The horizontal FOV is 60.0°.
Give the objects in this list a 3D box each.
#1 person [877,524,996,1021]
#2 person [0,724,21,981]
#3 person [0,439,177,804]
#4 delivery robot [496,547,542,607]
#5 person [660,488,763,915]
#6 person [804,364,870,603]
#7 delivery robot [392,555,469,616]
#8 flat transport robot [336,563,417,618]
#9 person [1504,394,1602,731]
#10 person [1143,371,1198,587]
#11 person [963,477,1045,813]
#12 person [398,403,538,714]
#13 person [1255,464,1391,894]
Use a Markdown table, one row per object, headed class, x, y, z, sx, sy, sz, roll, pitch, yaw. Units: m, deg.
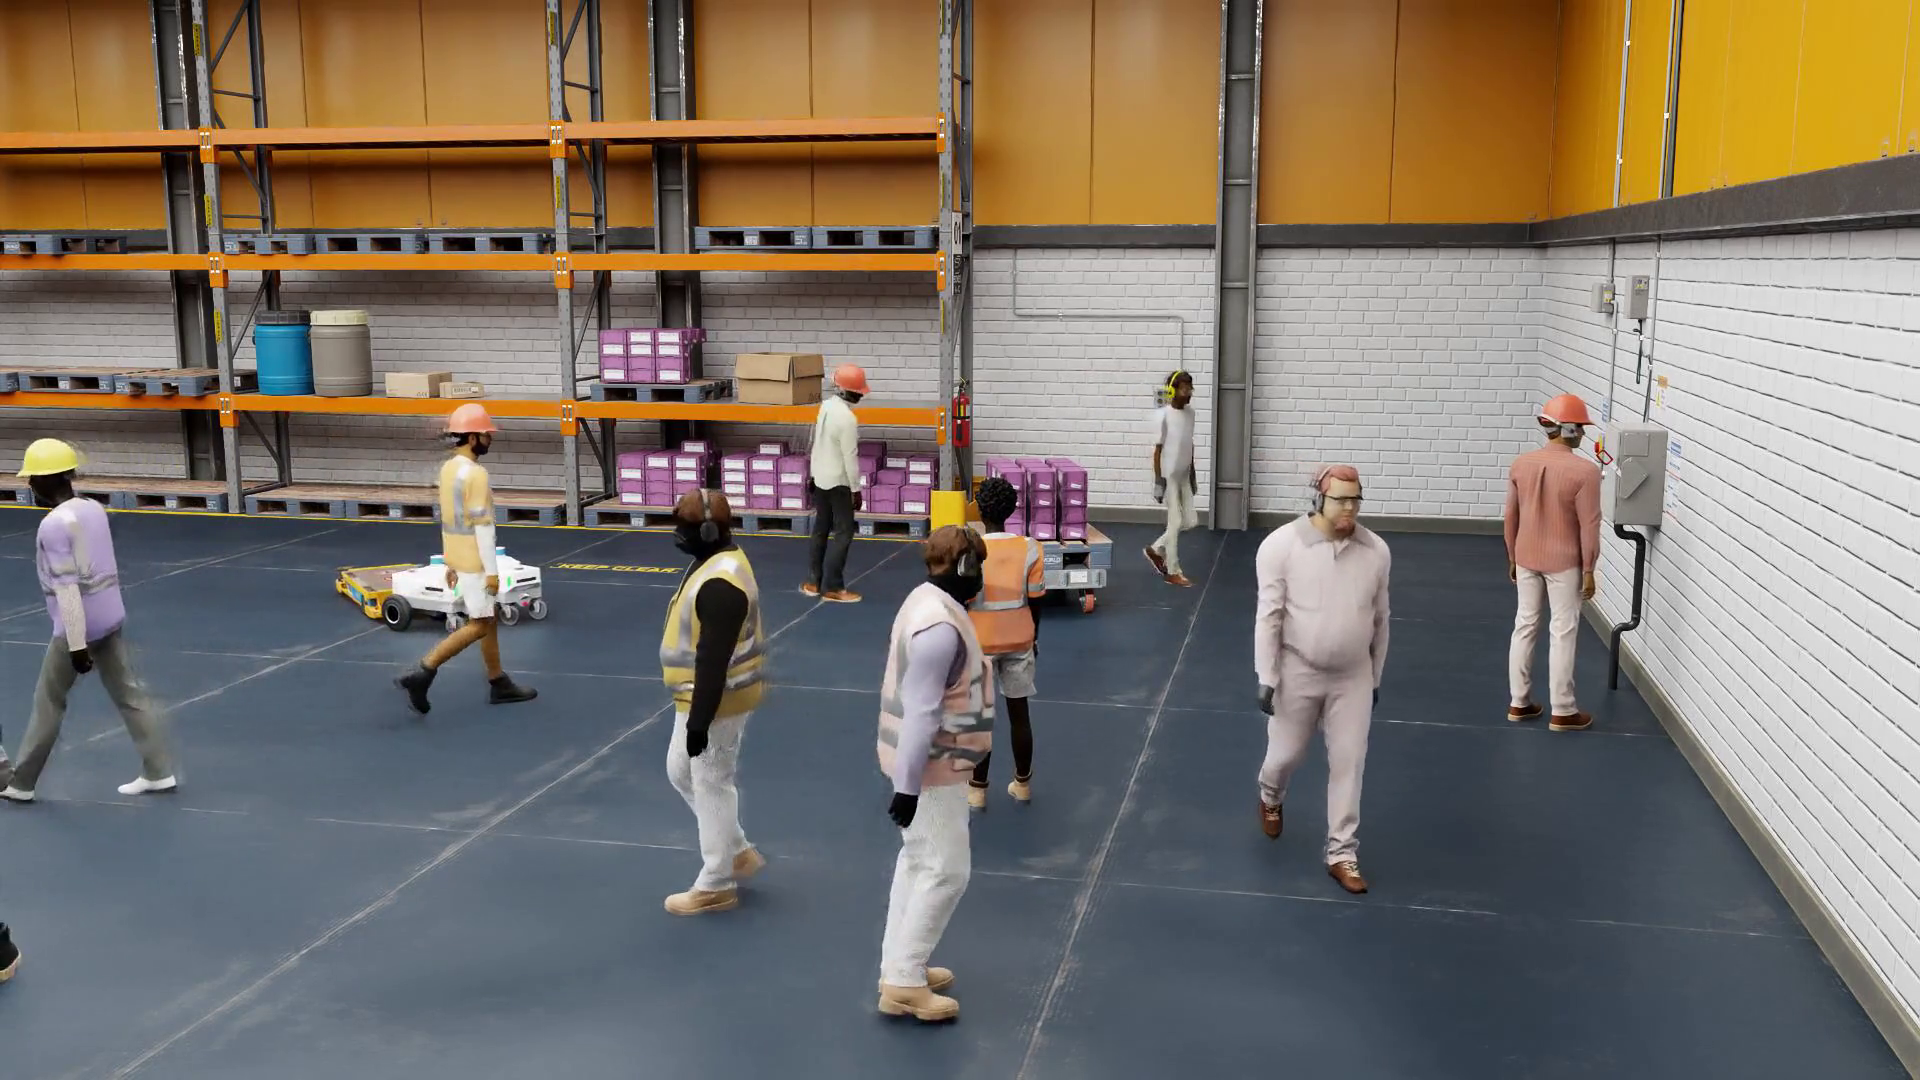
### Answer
| class | x | y | z | sx | sy | sz | roll | pitch | yaw |
| --- | --- | --- | --- | --- | --- | --- | --- | --- | --- |
| person | -0.103 | 0.842 | 6.222 | 0.470 | 1.804 | 0.651 | -1 | 10 | -6 |
| person | -3.958 | 0.757 | 6.264 | 0.666 | 1.958 | 0.397 | -4 | 10 | -20 |
| person | -4.554 | 0.421 | 8.495 | 0.980 | 1.873 | 0.611 | 0 | 10 | -1 |
| delivery robot | -3.566 | 0.296 | 12.869 | 0.707 | 0.478 | 0.477 | 8 | 12 | 38 |
| person | -1.050 | 0.684 | 7.048 | 0.436 | 1.833 | 0.654 | -2 | 10 | -11 |
| person | -1.029 | -0.470 | 13.607 | 0.394 | 1.951 | 0.791 | -5 | 11 | -29 |
| delivery robot | -3.914 | 0.360 | 12.491 | 0.707 | 0.478 | 0.477 | 5 | 11 | 28 |
| flat transport robot | -4.568 | 0.387 | 13.446 | 0.652 | 0.197 | 1.431 | -6 | 11 | -30 |
| person | 3.524 | 0.129 | 9.887 | 0.392 | 1.991 | 0.612 | -7 | 12 | -35 |
| person | 1.817 | -0.529 | 14.211 | 0.553 | 1.849 | 0.491 | -9 | 13 | -44 |
| person | 0.177 | 0.527 | 8.402 | 0.541 | 1.696 | 0.315 | -4 | 10 | -24 |
| person | -3.045 | 0.120 | 10.175 | 0.811 | 1.919 | 0.551 | -6 | 11 | -32 |
| person | 1.626 | 0.578 | 7.539 | 0.648 | 1.884 | 0.792 | -1 | 10 | -6 |
